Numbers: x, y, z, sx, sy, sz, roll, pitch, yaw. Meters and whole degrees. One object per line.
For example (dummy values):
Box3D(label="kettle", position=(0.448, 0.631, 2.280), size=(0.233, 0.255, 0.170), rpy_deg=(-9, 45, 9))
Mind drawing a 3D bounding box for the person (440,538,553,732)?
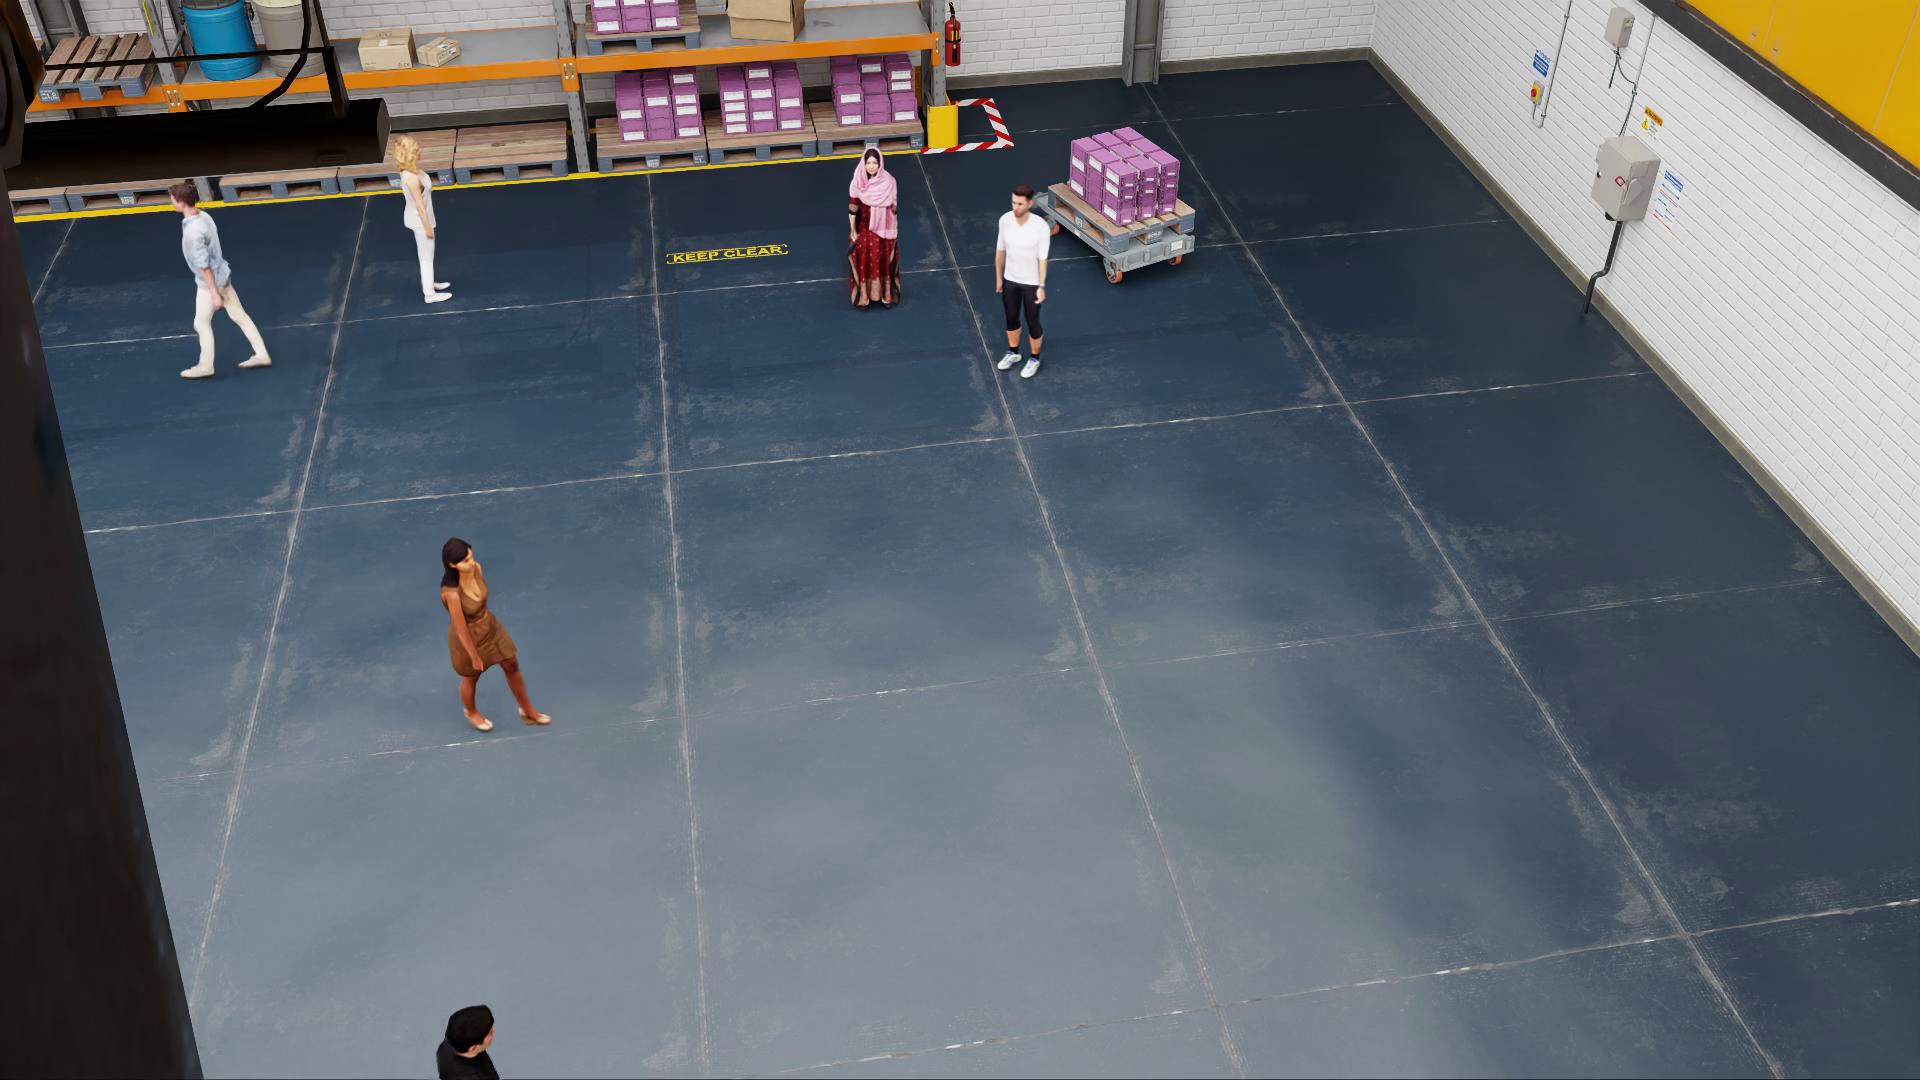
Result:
Box3D(label="person", position=(-3.322, 0.652, 11.160), size=(0.933, 1.666, 0.794), rpy_deg=(10, 40, 13))

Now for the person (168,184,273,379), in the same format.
Box3D(label="person", position=(-6.503, -2.291, 14.722), size=(0.976, 1.820, 0.655), rpy_deg=(-7, 39, -9))

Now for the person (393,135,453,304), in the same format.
Box3D(label="person", position=(-5.147, -3.064, 15.810), size=(0.630, 1.671, 0.639), rpy_deg=(-17, 42, -20))

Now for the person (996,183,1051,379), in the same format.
Box3D(label="person", position=(0.568, -2.321, 14.738), size=(0.708, 1.848, 0.798), rpy_deg=(18, 42, 21))

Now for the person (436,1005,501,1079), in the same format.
Box3D(label="person", position=(-2.447, 2.962, 8.248), size=(1.085, 1.690, 0.922), rpy_deg=(-22, 43, -25))

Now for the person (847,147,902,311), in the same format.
Box3D(label="person", position=(-0.817, -2.945, 15.687), size=(0.525, 1.637, 0.710), rpy_deg=(-7, 39, -9))
